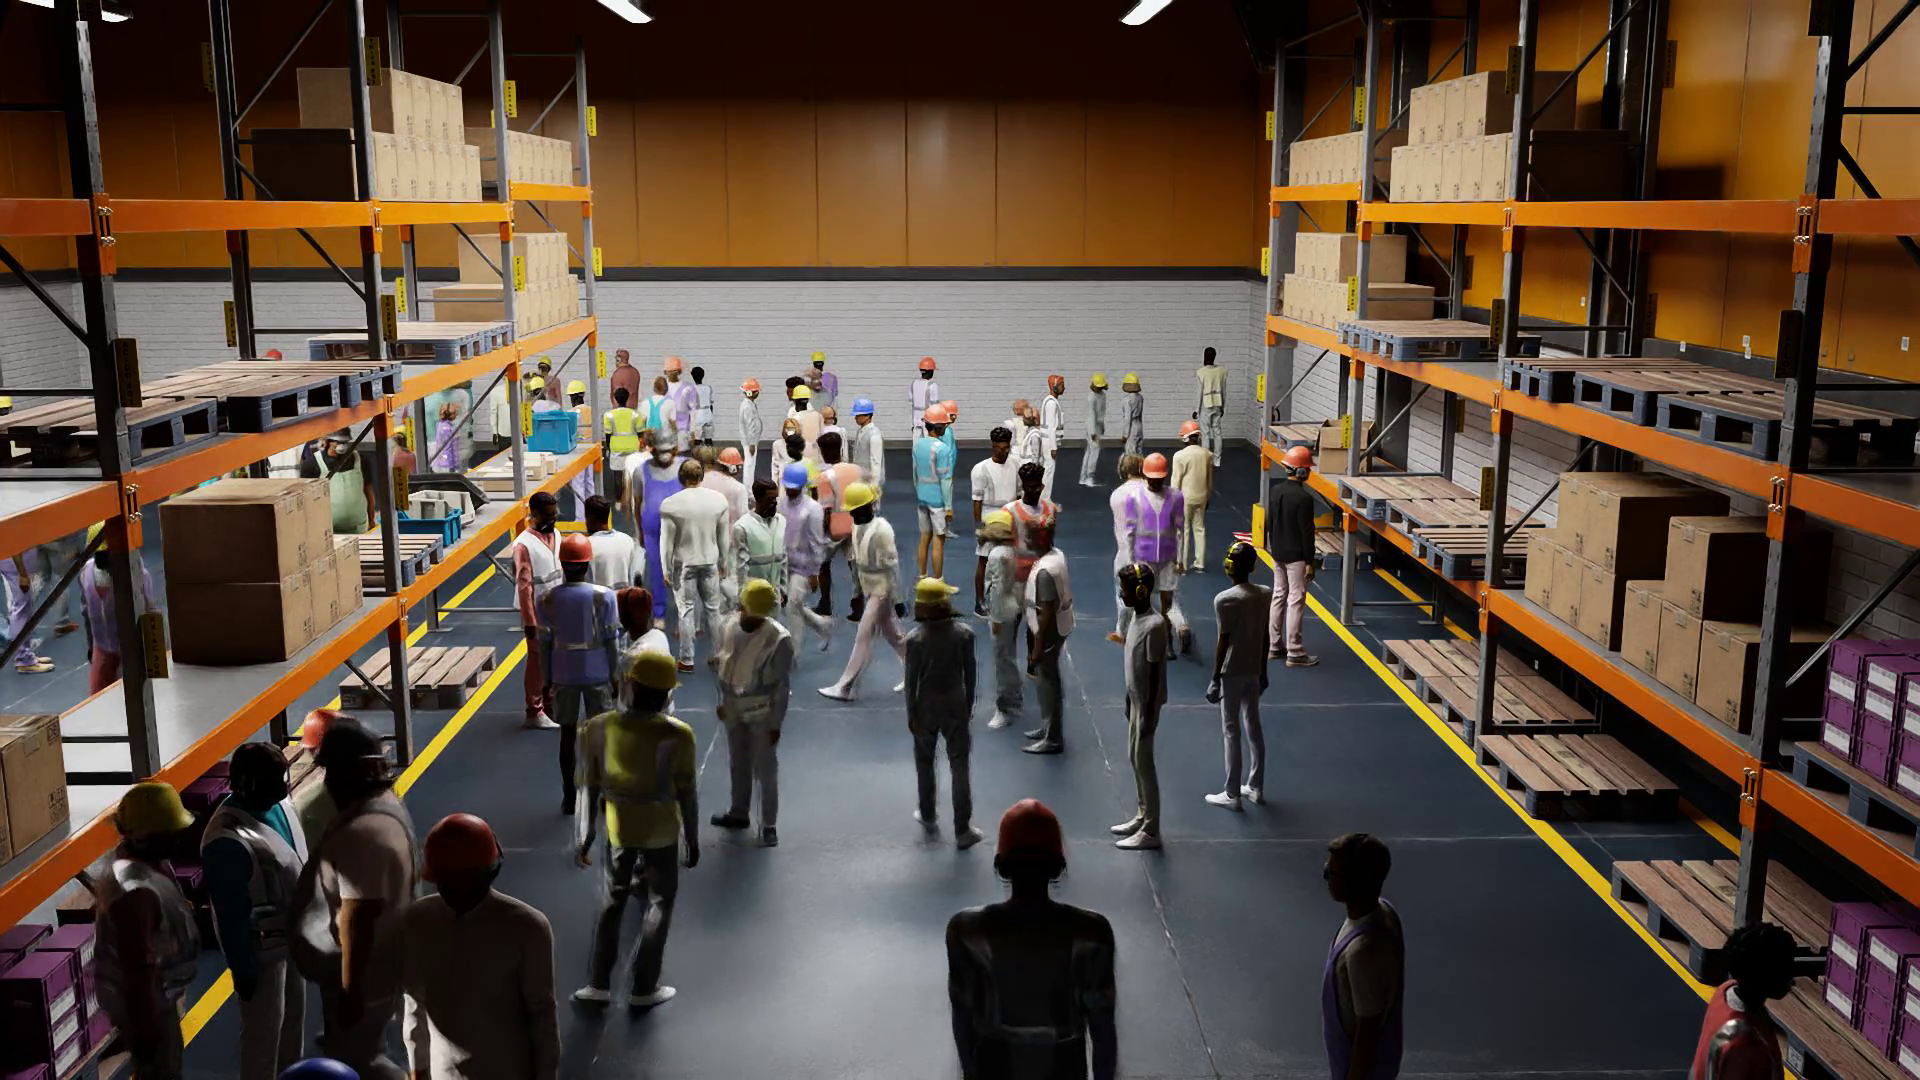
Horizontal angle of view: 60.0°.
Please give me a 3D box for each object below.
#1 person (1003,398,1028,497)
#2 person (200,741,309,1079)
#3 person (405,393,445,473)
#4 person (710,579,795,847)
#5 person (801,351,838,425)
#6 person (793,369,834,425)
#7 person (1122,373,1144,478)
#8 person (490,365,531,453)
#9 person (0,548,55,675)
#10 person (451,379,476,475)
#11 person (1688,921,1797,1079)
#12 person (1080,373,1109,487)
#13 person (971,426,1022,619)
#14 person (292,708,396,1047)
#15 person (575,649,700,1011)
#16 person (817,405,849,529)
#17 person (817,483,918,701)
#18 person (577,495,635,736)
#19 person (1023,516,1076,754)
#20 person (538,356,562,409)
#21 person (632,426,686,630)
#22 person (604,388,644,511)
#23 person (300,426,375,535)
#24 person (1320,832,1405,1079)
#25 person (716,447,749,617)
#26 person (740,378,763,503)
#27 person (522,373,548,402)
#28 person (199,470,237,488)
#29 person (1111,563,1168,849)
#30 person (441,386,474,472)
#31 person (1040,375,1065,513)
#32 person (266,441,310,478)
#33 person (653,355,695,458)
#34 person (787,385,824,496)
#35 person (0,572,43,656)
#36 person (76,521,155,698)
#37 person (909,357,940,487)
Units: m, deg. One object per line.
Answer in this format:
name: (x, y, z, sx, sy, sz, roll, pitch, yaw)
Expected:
person: (0.771, -1.053, 21.949, 0.540, 1.633, 0.340, -6, 13, -27)
person: (-3.050, 1.762, 7.335, 0.429, 1.831, 0.641, 0, 11, 1)
person: (-7.237, -1.301, 22.486, 0.661, 1.912, 0.721, 3, 12, 15)
person: (-1.411, 1.097, 10.799, 0.736, 1.791, 0.406, 7, 13, 32)
person: (-2.191, -1.980, 25.878, 0.590, 1.919, 0.398, -2, 11, -9)
person: (-1.991, -1.465, 23.407, 0.667, 1.859, 0.945, -7, 13, -30)
person: (2.490, -1.560, 24.204, 0.312, 1.744, 0.487, 8, 14, 34)
person: (-6.277, -1.514, 23.355, 0.611, 1.988, 0.391, -6, 13, -26)
person: (-8.336, 0.271, 14.765, 0.345, 1.847, 0.508, -7, 13, -31)
person: (-7.477, -1.682, 24.885, 0.497, 1.713, 0.513, -10, 15, -42)
person: (2.708, 2.126, 5.867, 0.321, 1.690, 0.564, 4, 12, 20)
person: (1.986, -1.644, 24.742, 0.464, 1.701, 0.525, 4, 12, 20)
person: (0.388, -0.179, 16.759, 0.602, 1.956, 0.381, -8, 14, -33)
person: (-3.065, 1.649, 8.112, 0.448, 1.733, 0.576, 5, 12, 23)
person: (-1.676, 1.496, 8.530, 0.705, 1.890, 0.466, 2, 11, 8)
person: (-1.675, -0.892, 21.117, 0.525, 1.639, 0.307, 0, 11, 0)
person: (-0.722, 0.431, 13.980, 1.030, 1.839, 0.658, -5, 13, -26)
person: (-2.761, 0.596, 12.994, 0.410, 1.908, 0.598, 7, 13, 30)
person: (0.671, 0.715, 12.595, 0.403, 1.823, 0.636, 2, 11, 9)
person: (-6.665, -2.078, 26.775, 0.534, 1.755, 0.341, 0, 11, -2)
person: (-2.899, -0.177, 16.517, 0.691, 2.000, 0.806, -2, 11, -11)
person: (-4.575, -1.231, 22.680, 0.532, 1.694, 0.319, -3, 12, -14)
person: (-6.233, -0.227, 16.773, 0.701, 2.000, 0.536, -7, 13, -32)
person: (1.480, 1.974, 6.226, 0.329, 1.844, 0.515, 4, 12, 19)
person: (-2.290, -0.059, 16.650, 0.573, 1.749, 0.334, 9, 15, 39)
person: (-2.924, -1.401, 23.377, 0.329, 1.750, 0.572, -2, 11, -10)
person: (-5.880, -1.421, 23.249, 0.515, 1.848, 0.441, 10, 15, 41)
person: (-7.813, -0.282, 17.571, 0.570, 1.836, 0.387, 9, 15, 39)
person: (1.161, 1.067, 10.762, 0.350, 1.855, 0.528, -2, 11, -8)
person: (-7.696, -1.922, 25.608, 0.408, 1.908, 0.644, 2, 12, 12)
person: (1.251, -1.313, 22.648, 0.354, 1.877, 0.574, 0, 11, 1)
person: (-7.753, -0.606, 19.171, 0.569, 1.840, 0.374, -6, 13, -26)
person: (-4.083, -1.610, 23.708, 0.614, 2.039, 0.395, 0, 11, 2)
person: (-1.962, -0.982, 20.842, 0.381, 1.924, 0.594, 9, 15, 39)
person: (-8.956, 0.186, 15.125, 1.003, 1.859, 0.611, -3, 12, -15)
person: (-6.146, 0.763, 12.171, 0.612, 1.891, 0.557, 1, 11, 6)
person: (-0.493, -1.732, 24.579, 0.550, 1.935, 0.375, 9, 15, 39)
